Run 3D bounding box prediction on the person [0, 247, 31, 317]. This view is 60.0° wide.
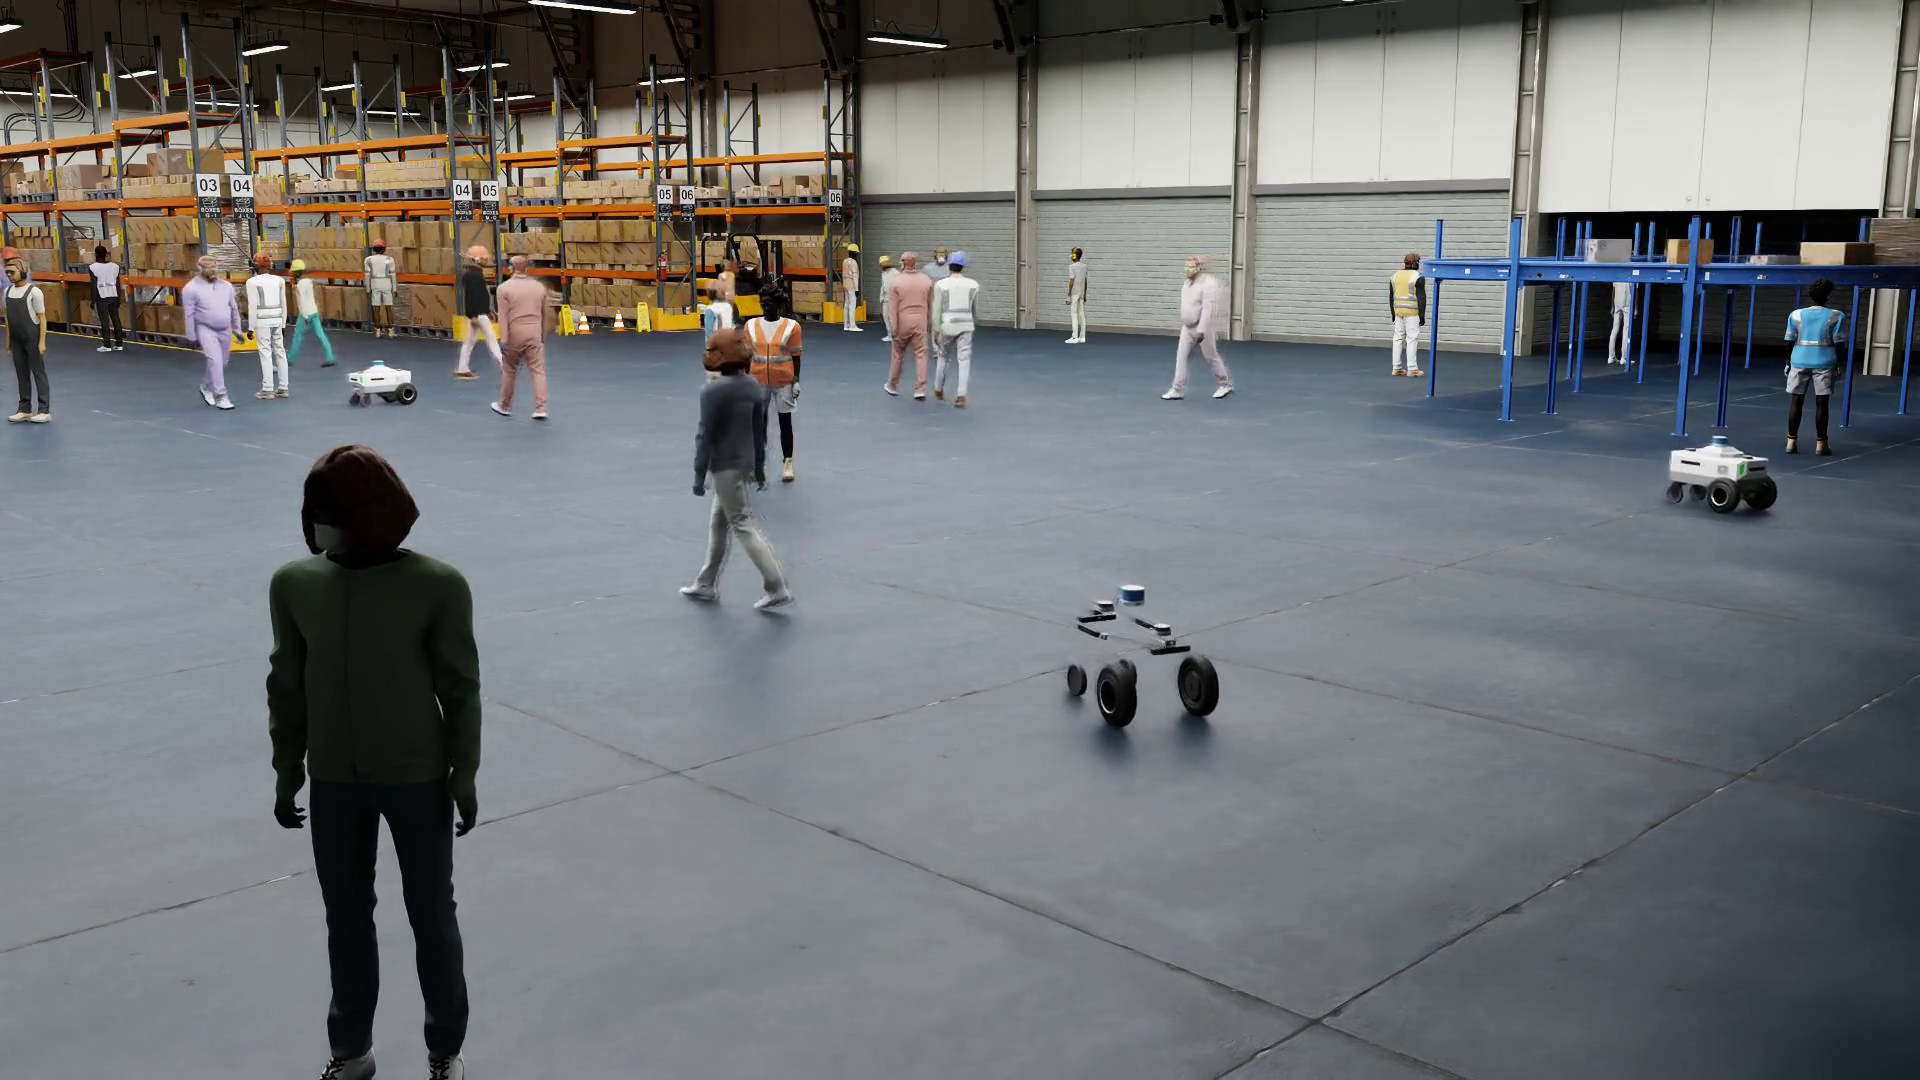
[{"bbox_3d":[-16.107,-4.018,28.310,0.551,1.905,0.615,-3,11,-16],"label":"person"}]

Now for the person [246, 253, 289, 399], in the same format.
[{"bbox_3d":[-9.028,-2.790,21.673,0.354,1.882,0.573,6,12,29],"label":"person"}]

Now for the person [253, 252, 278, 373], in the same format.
[{"bbox_3d":[-10.782,-3.528,25.791,0.388,1.847,0.563,-4,11,-20],"label":"person"}]

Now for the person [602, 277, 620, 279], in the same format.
[{"bbox_3d":[-9.175,-6.778,43.418,0.562,1.889,0.986,-7,12,-33],"label":"person"}]

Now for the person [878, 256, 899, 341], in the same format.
[{"bbox_3d":[-1.352,-4.806,33.181,0.624,1.698,0.339,10,14,43],"label":"person"}]

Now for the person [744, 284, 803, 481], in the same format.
[{"bbox_3d":[-1.626,-1.362,14.404,0.531,1.692,0.320,1,10,5],"label":"person"}]

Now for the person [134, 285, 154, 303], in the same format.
[{"bbox_3d":[-21.733,-6.950,44.274,0.596,1.912,0.858,-8,13,-36],"label":"person"}]

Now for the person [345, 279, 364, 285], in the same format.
[{"bbox_3d":[-16.485,-7.089,45.230,0.429,1.844,0.626,5,12,27],"label":"person"}]

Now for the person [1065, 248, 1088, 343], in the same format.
[{"bbox_3d":[2.295,-4.820,32.788,0.531,1.867,0.317,-9,14,-42],"label":"person"}]

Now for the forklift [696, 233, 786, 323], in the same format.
[{"bbox_3d":[-5.496,-6.489,41.108,2.313,2.155,1.214,-10,14,-44],"label":"forklift"}]

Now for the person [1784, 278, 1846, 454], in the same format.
[{"bbox_3d":[8.301,-1.689,16.176,0.540,1.695,0.317,8,13,36],"label":"person"}]

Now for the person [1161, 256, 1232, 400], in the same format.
[{"bbox_3d":[3.126,-2.758,21.601,1.008,1.858,0.656,-7,12,-32],"label":"person"}]

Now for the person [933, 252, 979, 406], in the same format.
[{"bbox_3d":[-0.080,-2.644,20.846,0.600,1.885,1.030,-2,11,-13],"label":"person"}]

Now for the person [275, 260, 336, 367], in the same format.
[{"bbox_3d":[-10.536,-3.630,26.725,0.947,1.709,0.536,1,10,4],"label":"person"}]

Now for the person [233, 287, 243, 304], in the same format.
[{"bbox_3d":[-15.896,-5.298,36.099,0.729,1.613,0.518,5,11,24],"label":"person"}]

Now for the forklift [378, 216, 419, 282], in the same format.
[{"bbox_3d":[-17.868,-9.201,54.028,1.873,2.768,1.129,-10,14,-44],"label":"forklift"}]

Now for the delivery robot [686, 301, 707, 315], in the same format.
[{"bbox_3d":[-6.174,-5.436,39.585,0.707,0.478,0.477,6,12,29],"label":"delivery robot"}]

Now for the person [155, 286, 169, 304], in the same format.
[{"bbox_3d":[-22.638,-7.419,47.118,0.631,1.820,0.794,-2,11,-13],"label":"person"}]

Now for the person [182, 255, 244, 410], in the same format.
[{"bbox_3d":[-9.235,-2.571,20.505,0.907,1.876,0.638,7,13,34],"label":"person"}]

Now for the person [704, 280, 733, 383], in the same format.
[{"bbox_3d":[-2.639,-2.098,18.624,0.526,1.623,0.522,4,11,22],"label":"person"}]

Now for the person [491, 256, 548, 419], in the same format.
[{"bbox_3d":[-5.116,-2.348,19.322,0.669,1.857,0.963,-9,14,-40],"label":"person"}]

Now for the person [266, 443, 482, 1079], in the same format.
[{"bbox_3d":[-1.394,0.580,3.971,0.507,1.632,0.279,1,10,3],"label":"person"}]

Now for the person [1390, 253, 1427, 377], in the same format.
[{"bbox_3d":[6.786,-3.403,25.130,0.429,1.841,0.634,-7,13,-34],"label":"person"}]

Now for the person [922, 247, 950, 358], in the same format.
[{"bbox_3d":[-0.350,-4.056,28.530,0.641,1.898,0.936,0,10,1],"label":"person"}]

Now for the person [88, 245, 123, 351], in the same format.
[{"bbox_3d":[-15.662,-4.423,30.507,0.391,1.910,0.587,6,12,28],"label":"person"}]

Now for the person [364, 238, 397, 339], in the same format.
[{"bbox_3d":[-11.938,-5.188,34.320,0.614,2.039,0.394,-2,11,-10],"label":"person"}]

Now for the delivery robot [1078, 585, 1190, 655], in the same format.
[{"bbox_3d":[0.777,0.323,7.472,0.335,0.223,0.698,-5,11,-23],"label":"delivery robot"}]

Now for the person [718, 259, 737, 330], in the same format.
[{"bbox_3d":[-4.748,-4.932,34.057,0.435,1.627,0.518,7,12,32],"label":"person"}]

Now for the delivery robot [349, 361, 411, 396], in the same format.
[{"bbox_3d":[-7.289,-2.010,20.906,0.477,0.478,0.707,10,14,43],"label":"delivery robot"}]

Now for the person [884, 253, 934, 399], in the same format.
[{"bbox_3d":[-0.675,-2.794,21.712,0.639,1.868,0.962,-4,11,-20],"label":"person"}]

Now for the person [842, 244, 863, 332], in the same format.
[{"bbox_3d":[-2.384,-5.561,36.687,0.381,1.918,0.584,-6,12,-29],"label":"person"}]

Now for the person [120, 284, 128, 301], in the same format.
[{"bbox_3d":[-24.443,-7.642,48.377,0.441,1.797,0.617,-5,12,-27],"label":"person"}]

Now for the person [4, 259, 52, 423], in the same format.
[{"bbox_3d":[-10.588,-2.253,18.847,0.505,1.847,0.349,3,11,15],"label":"person"}]

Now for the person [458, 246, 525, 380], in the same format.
[{"bbox_3d":[-6.981,-3.345,24.526,0.995,1.946,0.615,-4,11,-21],"label":"person"}]

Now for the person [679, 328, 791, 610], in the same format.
[{"bbox_3d":[-1.291,-0.408,9.473,0.832,1.593,0.510,5,12,27],"label":"person"}]

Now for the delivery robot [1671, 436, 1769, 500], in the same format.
[{"bbox_3d":[5.952,-0.571,13.057,0.477,0.478,0.707,-5,12,-26],"label":"delivery robot"}]

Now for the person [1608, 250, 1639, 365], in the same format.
[{"bbox_3d":[10.964,-3.832,27.431,0.321,1.859,0.502,-8,13,-36],"label":"person"}]
